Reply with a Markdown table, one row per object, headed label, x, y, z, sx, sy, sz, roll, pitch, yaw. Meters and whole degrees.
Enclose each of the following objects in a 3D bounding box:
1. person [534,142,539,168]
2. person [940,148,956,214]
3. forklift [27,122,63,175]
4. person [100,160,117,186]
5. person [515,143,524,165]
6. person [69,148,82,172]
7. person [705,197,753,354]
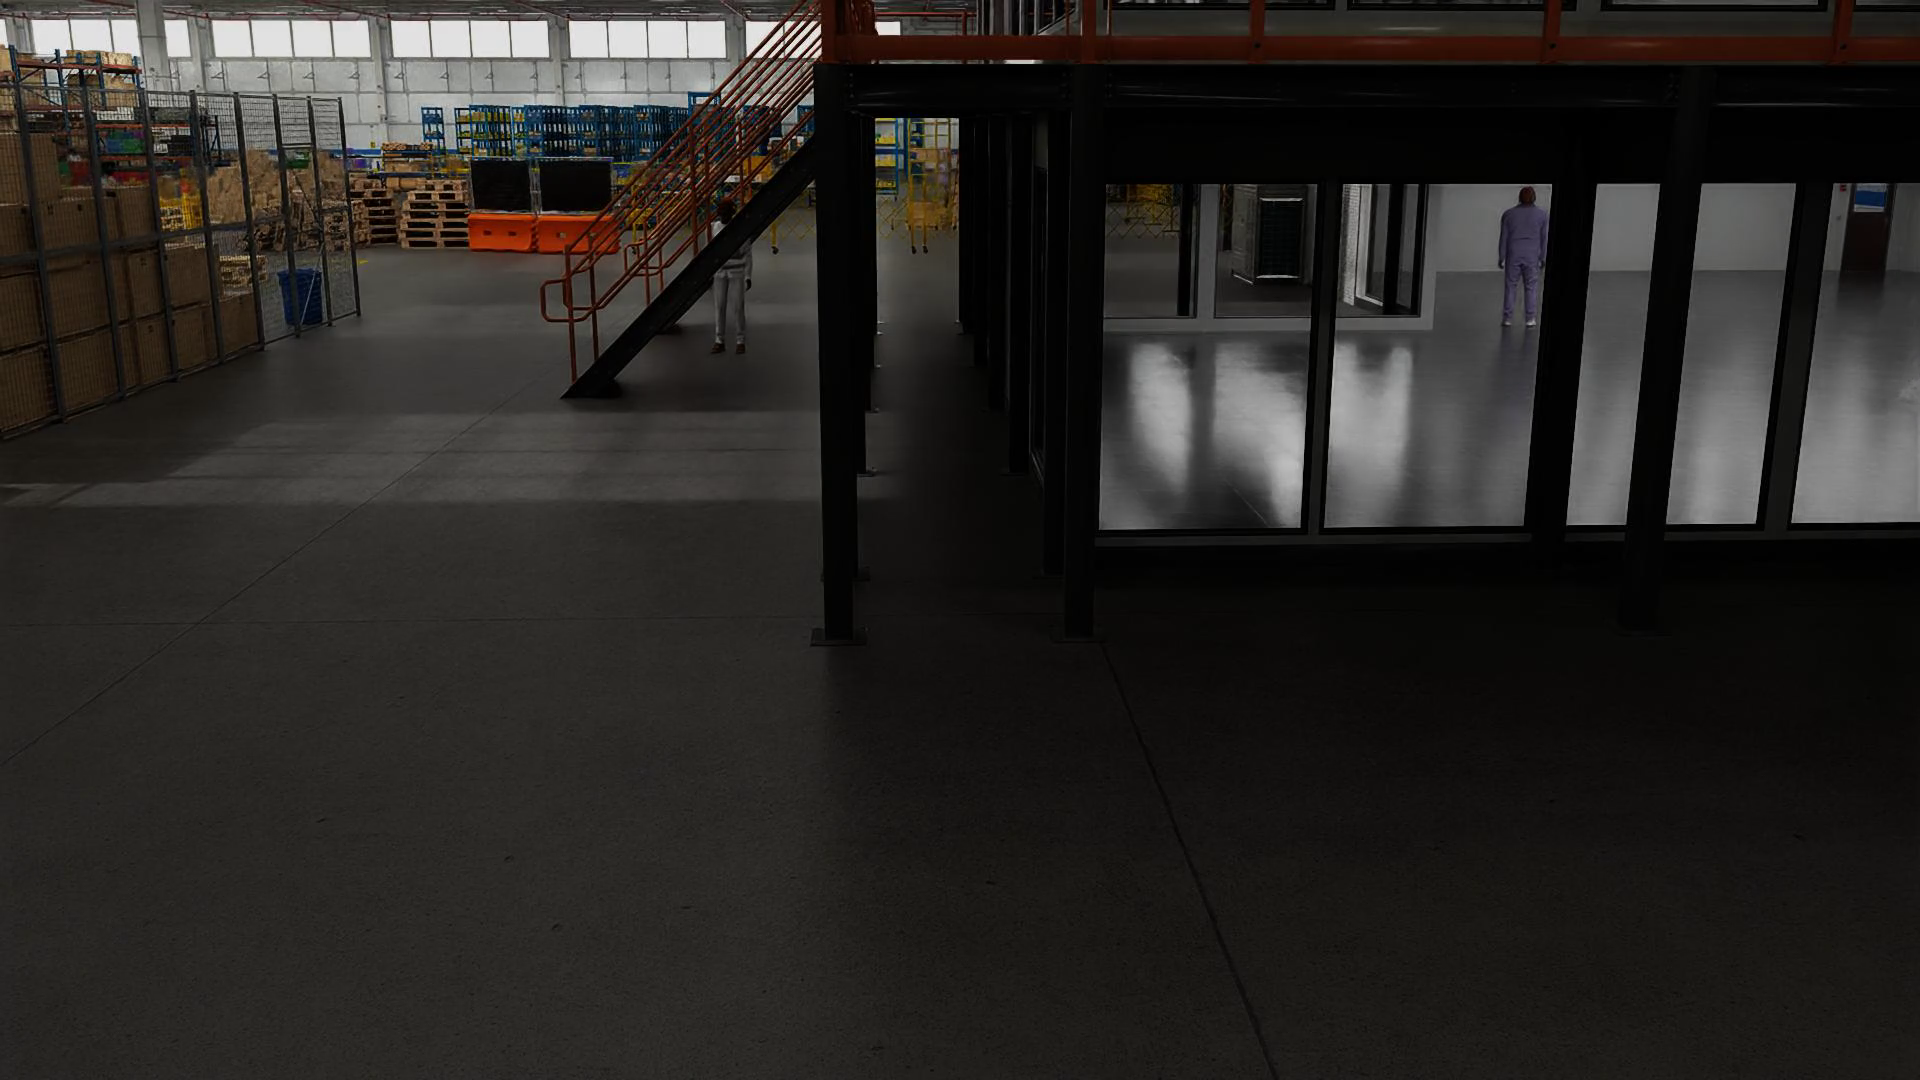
| label | x | y | z | sx | sy | sz | roll | pitch | yaw |
| --- | --- | --- | --- | --- | --- | --- | --- | --- | --- |
| person | -21.247 | -19.060 | 83.398 | 0.383 | 1.951 | 0.605 | 7 | 16 | 27 |
| person | -0.352 | -11.017 | 51.089 | 0.505 | 2.028 | 0.652 | -4 | 15 | -17 |
| forklift | -35.376 | -14.773 | 64.377 | 1.129 | 2.768 | 1.873 | -1 | 14 | -2 |
| person | -19.122 | -7.544 | 37.373 | 0.549 | 1.951 | 0.614 | 0 | 14 | -1 |
| person | -22.288 | -19.175 | 84.137 | 0.414 | 1.817 | 0.592 | -3 | 14 | -13 |
| person | -40.072 | -16.928 | 75.403 | 0.544 | 1.677 | 0.483 | -8 | 16 | -28 |
| person | -2.804 | -3.198 | 20.132 | 0.587 | 1.882 | 0.342 | 2 | 14 | 7 |
